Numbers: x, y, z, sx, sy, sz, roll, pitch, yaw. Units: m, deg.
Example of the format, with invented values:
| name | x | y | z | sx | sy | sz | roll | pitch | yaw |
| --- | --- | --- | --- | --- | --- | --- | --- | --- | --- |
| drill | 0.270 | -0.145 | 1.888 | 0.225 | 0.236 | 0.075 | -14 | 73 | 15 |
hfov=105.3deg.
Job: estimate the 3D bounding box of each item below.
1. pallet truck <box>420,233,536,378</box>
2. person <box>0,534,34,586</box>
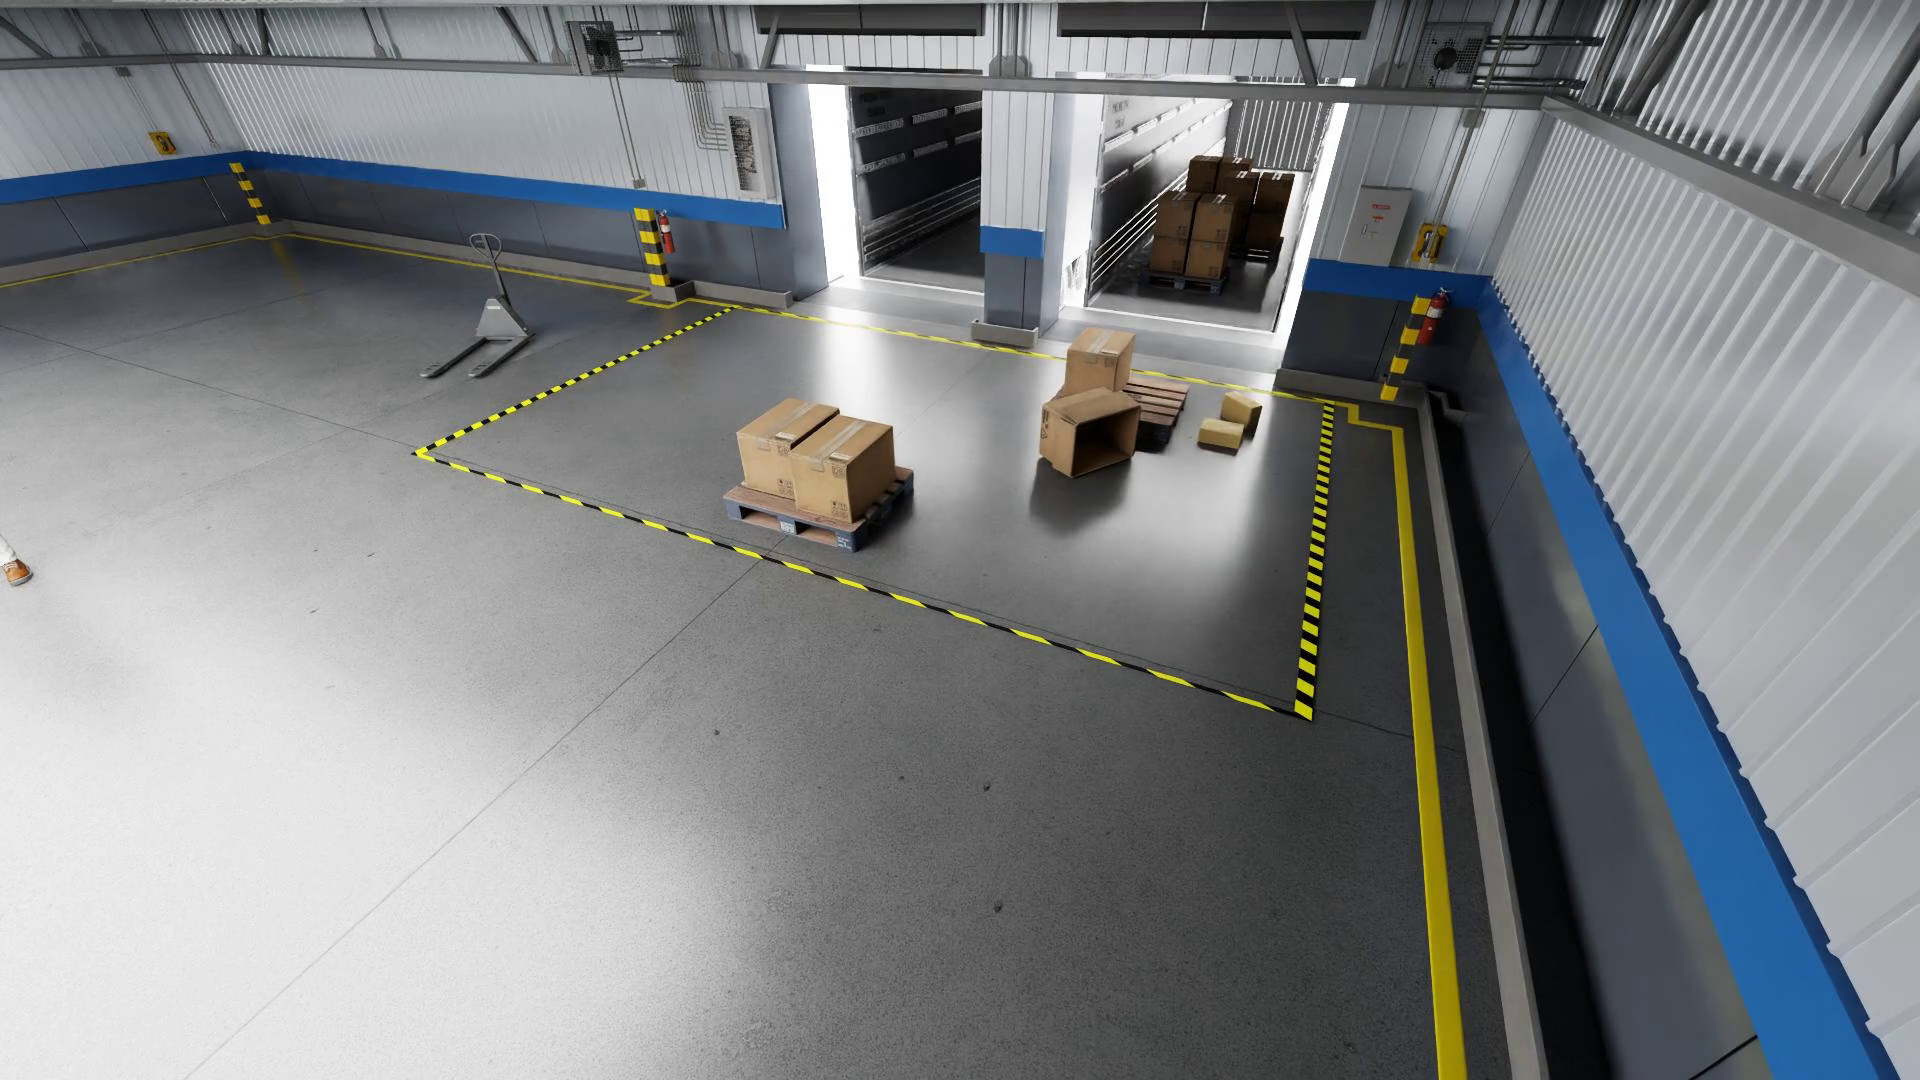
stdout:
| name | x | y | z | sx | sy | sz | roll | pitch | yaw |
| --- | --- | --- | --- | --- | --- | --- | --- | --- | --- |
| pallet truck | -5.664 | -2.712 | 8.427 | 0.680 | 1.201 | 1.601 | 0 | 35 | -1 |
| person | -6.902 | -0.473 | 4.674 | 0.603 | 1.948 | 0.384 | -28 | 44 | -33 |
